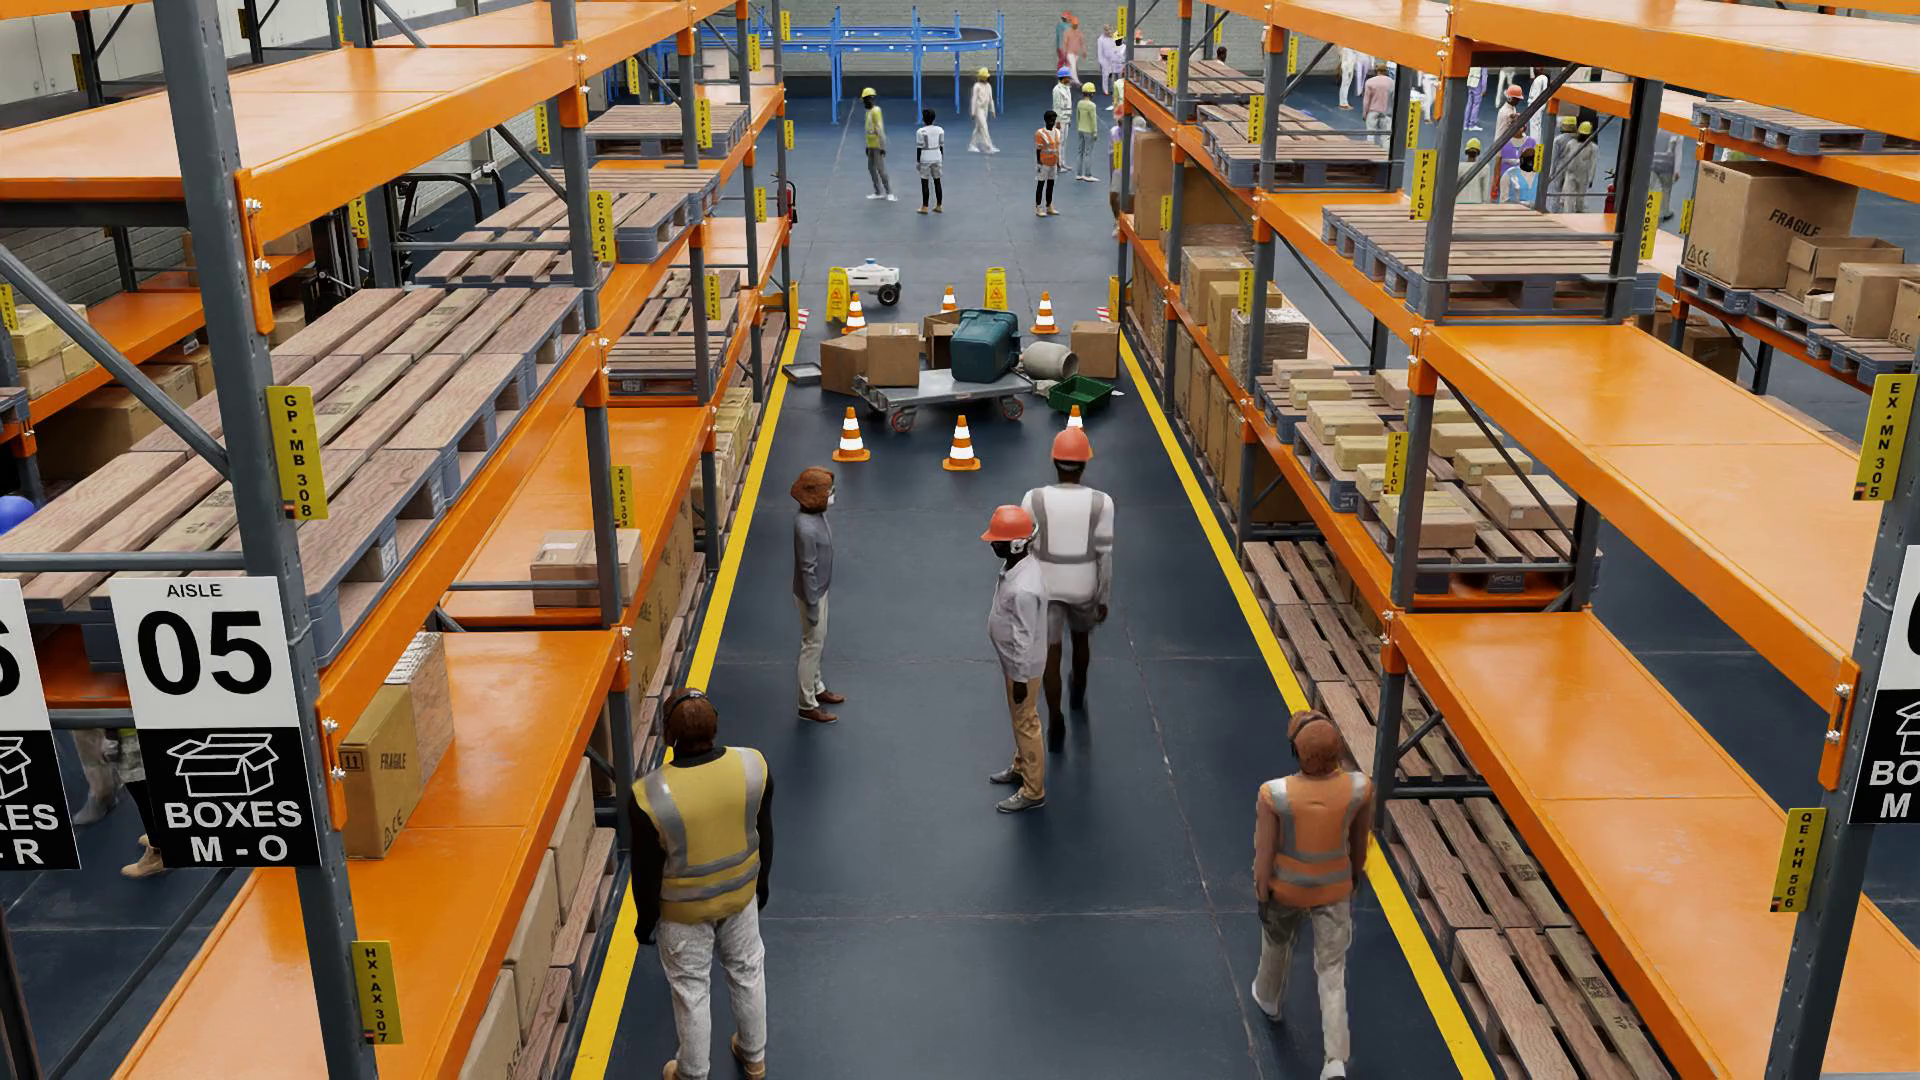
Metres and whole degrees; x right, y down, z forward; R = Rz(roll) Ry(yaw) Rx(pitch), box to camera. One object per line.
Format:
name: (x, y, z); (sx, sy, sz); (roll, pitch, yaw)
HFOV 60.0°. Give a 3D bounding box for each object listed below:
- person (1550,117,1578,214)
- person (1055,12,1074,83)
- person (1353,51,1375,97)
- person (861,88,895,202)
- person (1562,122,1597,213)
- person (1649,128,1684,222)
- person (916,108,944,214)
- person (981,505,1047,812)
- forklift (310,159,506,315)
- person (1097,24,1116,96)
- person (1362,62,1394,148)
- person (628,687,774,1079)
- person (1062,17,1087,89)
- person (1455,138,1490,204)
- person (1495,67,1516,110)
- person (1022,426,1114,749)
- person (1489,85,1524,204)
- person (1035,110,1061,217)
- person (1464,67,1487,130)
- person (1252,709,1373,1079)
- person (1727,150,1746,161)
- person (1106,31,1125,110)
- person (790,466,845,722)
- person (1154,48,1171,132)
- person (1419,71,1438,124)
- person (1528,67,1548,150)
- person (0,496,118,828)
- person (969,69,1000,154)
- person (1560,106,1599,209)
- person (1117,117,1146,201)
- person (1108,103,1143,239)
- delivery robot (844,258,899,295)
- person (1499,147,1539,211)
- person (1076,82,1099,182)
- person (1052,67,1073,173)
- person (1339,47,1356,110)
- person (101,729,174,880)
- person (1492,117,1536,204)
person: (9.490, -5.800, 26.113); (0.482, 1.734, 0.333); (0, 21, -1)
person: (3.033, -14.170, 47.871); (0.623, 1.993, 0.385); (17, 27, 38)
person: (10.760, -12.675, 44.305); (0.536, 1.707, 0.935); (1, 21, 2)
person: (-1.383, -6.761, 28.459); (0.501, 1.878, 0.739); (-7, 22, -18)
person: (9.569, -5.630, 25.720); (0.492, 1.692, 0.842); (11, 23, 27)
person: (11.106, -5.893, 26.314); (0.661, 1.763, 0.936); (18, 27, 40)
person: (-0.490, -6.202, 27.237); (0.537, 1.691, 0.318); (-14, 25, -32)
person: (0.292, 0.633, 9.099); (0.359, 1.743, 0.562); (-2, 21, -5)
forklift: (-5.622, -2.910, 17.832); (2.313, 2.155, 1.214); (-1, 21, -1)
person: (3.961, -12.864, 44.596); (0.669, 1.866, 0.522); (-7, 22, -19)
person: (8.250, -8.429, 32.807); (0.646, 1.927, 0.388); (-5, 21, -12)
person: (-1.051, 1.451, 6.797); (0.619, 1.845, 0.430); (-13, 24, -30)
person: (3.191, -13.593, 46.436); (0.610, 1.927, 1.068); (-14, 25, -32)
person: (7.050, -4.674, 23.092); (0.523, 1.769, 0.309); (3, 21, 8)
person: (13.761, -11.780, 41.792); (0.505, 1.835, 0.943); (12, 24, 28)
person: (0.619, 0.228, 9.955); (0.549, 1.899, 0.923); (0, 21, 0)
person: (9.193, -6.635, 27.987); (0.411, 1.979, 0.624); (12, 24, 29)
person: (1.429, -6.108, 26.983); (0.533, 1.692, 0.319); (-18, 27, -39)
person: (11.677, -10.226, 37.577); (0.413, 1.906, 0.599); (-8, 22, -20)
person: (1.489, 1.486, 7.036); (0.512, 1.602, 0.822); (0, 21, -1)
person: (11.828, -5.446, 25.361); (0.504, 1.603, 0.437); (-19, 28, -40)
person: (3.924, -11.652, 41.318); (0.377, 1.922, 0.585); (-17, 27, -38)
person: (-0.874, 0.323, 10.082); (0.285, 1.624, 0.509); (0, 21, 1)
person: (4.453, -9.816, 36.444); (0.551, 1.935, 0.375); (16, 26, 37)
person: (10.963, -10.707, 38.892); (0.579, 1.868, 0.649); (-7, 22, -17)
person: (11.617, -8.699, 33.562); (0.355, 1.887, 0.573); (13, 24, 30)
person: (-4.820, 0.694, 8.679); (0.639, 1.919, 0.726); (5, 21, 13)
person: (0.487, -8.767, 33.998); (0.896, 1.688, 0.504); (17, 27, 38)
person: (10.281, -6.514, 27.633); (0.615, 1.997, 0.373); (19, 28, 40)
person: (2.913, -6.672, 28.421); (0.489, 1.732, 0.325); (2, 21, 5)
person: (2.481, -5.523, 24.980); (0.626, 2.019, 0.502); (11, 23, 26)
delivery robot: (-1.131, -3.322, 21.070); (0.707, 0.478, 0.477); (0, 21, 1)
person: (7.314, -4.180, 21.683); (0.627, 1.842, 0.429); (-4, 21, -10)
person: (2.336, -7.479, 30.502); (0.304, 1.772, 0.525); (-14, 25, -32)
person: (1.941, -7.970, 31.549); (0.391, 1.946, 0.615); (8, 22, 20)
person: (9.710, -11.758, 41.582); (0.371, 1.935, 0.627); (1, 21, 4)
person: (-4.215, 0.907, 8.432); (0.322, 1.698, 0.534); (-2, 21, -4)
person: (8.264, -5.393, 24.879); (0.570, 1.844, 0.379); (3, 21, 9)
